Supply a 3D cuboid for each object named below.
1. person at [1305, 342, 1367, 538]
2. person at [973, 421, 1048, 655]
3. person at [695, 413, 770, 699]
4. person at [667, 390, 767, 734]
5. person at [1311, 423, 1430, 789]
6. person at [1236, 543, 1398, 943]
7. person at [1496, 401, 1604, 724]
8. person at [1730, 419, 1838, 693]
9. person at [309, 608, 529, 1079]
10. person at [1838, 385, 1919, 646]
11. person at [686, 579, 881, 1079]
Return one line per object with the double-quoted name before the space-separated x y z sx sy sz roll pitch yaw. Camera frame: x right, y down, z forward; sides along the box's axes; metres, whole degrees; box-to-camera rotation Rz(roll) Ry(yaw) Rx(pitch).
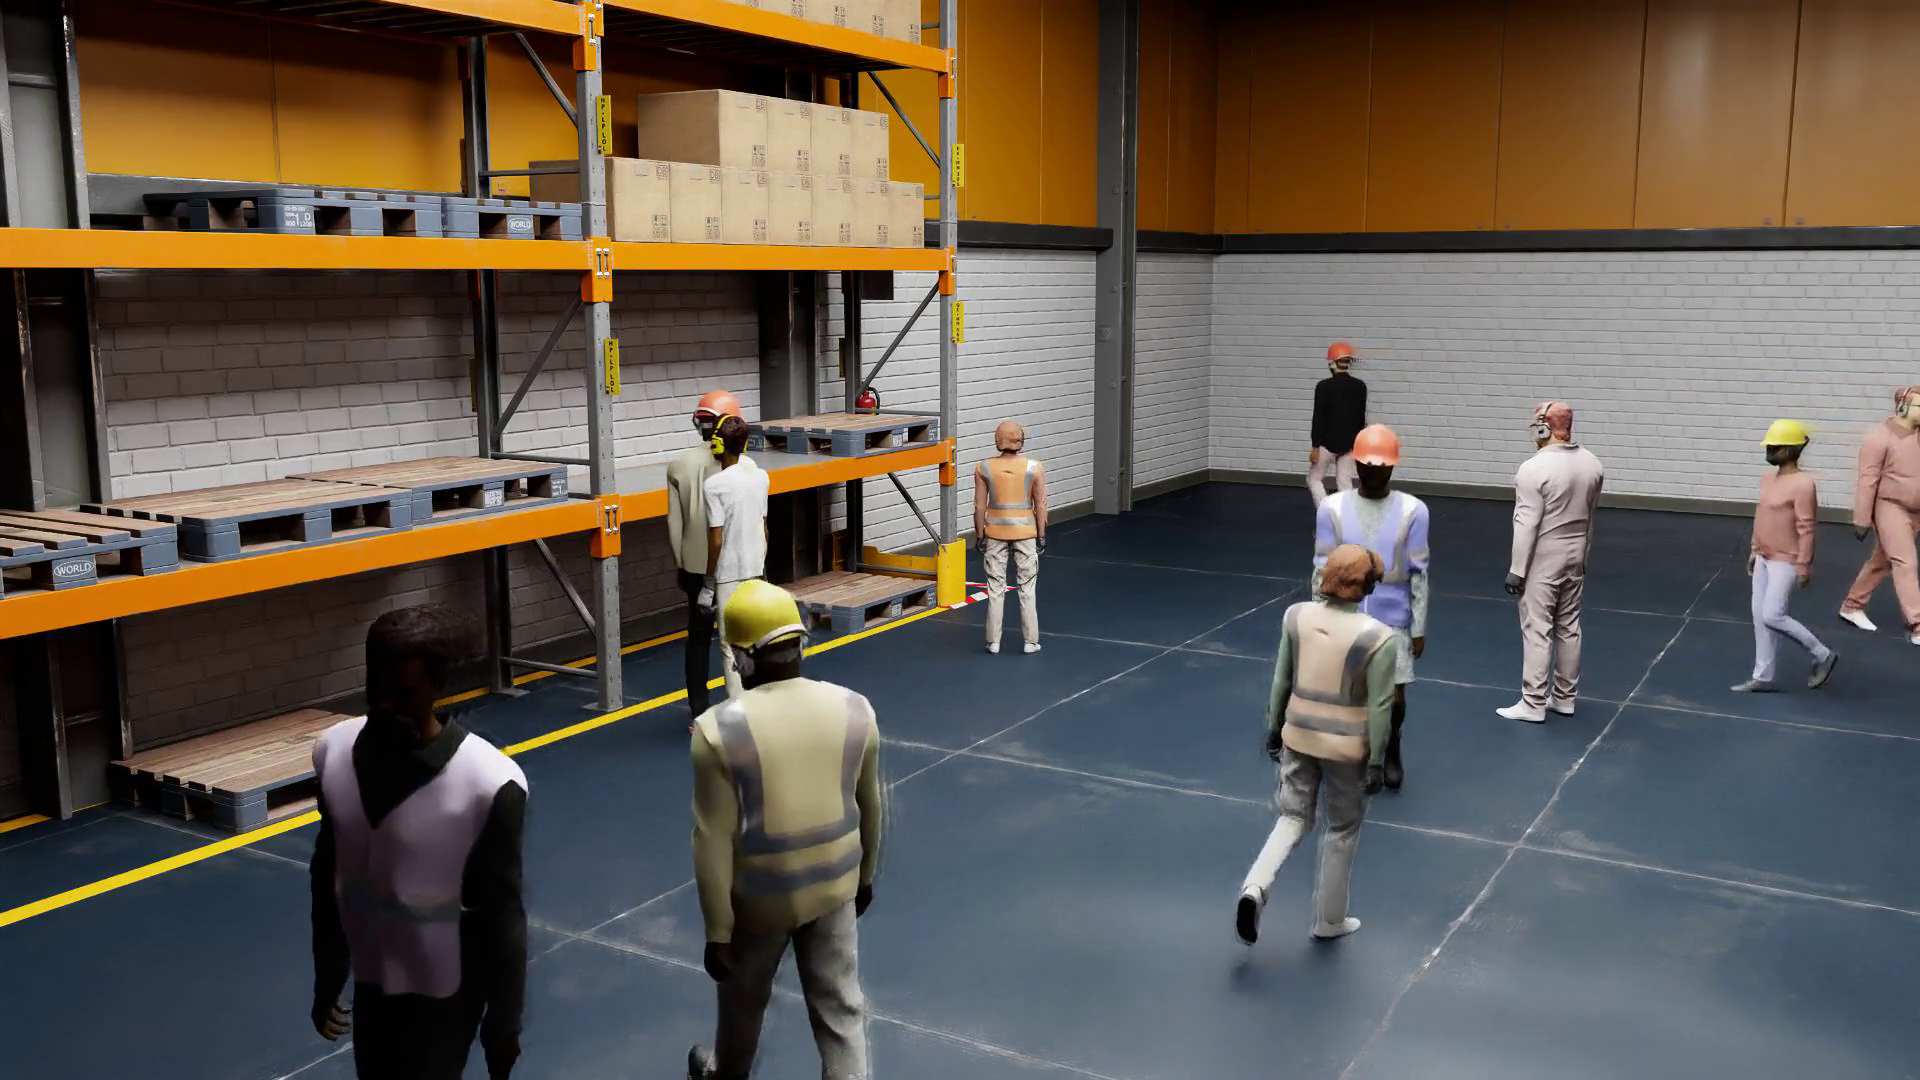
"person" 3.682 -0.955 16.370 0.661 1.977 0.495 -4 10 -25
"person" 0.351 -0.010 11.533 0.516 1.639 0.310 1 9 5
"person" -1.275 0.221 9.370 0.326 1.874 0.518 7 11 35
"person" -1.369 0.140 9.520 0.609 1.986 0.393 4 10 22
"person" 2.013 0.378 8.213 0.564 1.923 0.628 3 10 18
"person" 1.375 0.816 6.420 0.553 1.617 0.611 9 13 44
"person" 3.466 0.131 9.831 0.642 1.906 0.410 -6 11 -31
"person" 5.171 0.118 10.391 0.505 1.753 0.530 0 9 -1
"person" -1.264 1.061 4.064 0.624 1.890 0.762 5 10 27
"person" 6.794 -0.192 12.020 0.657 1.857 1.019 -4 10 -25
"person" -0.530 0.989 4.872 0.627 1.768 0.955 -5 10 -29
